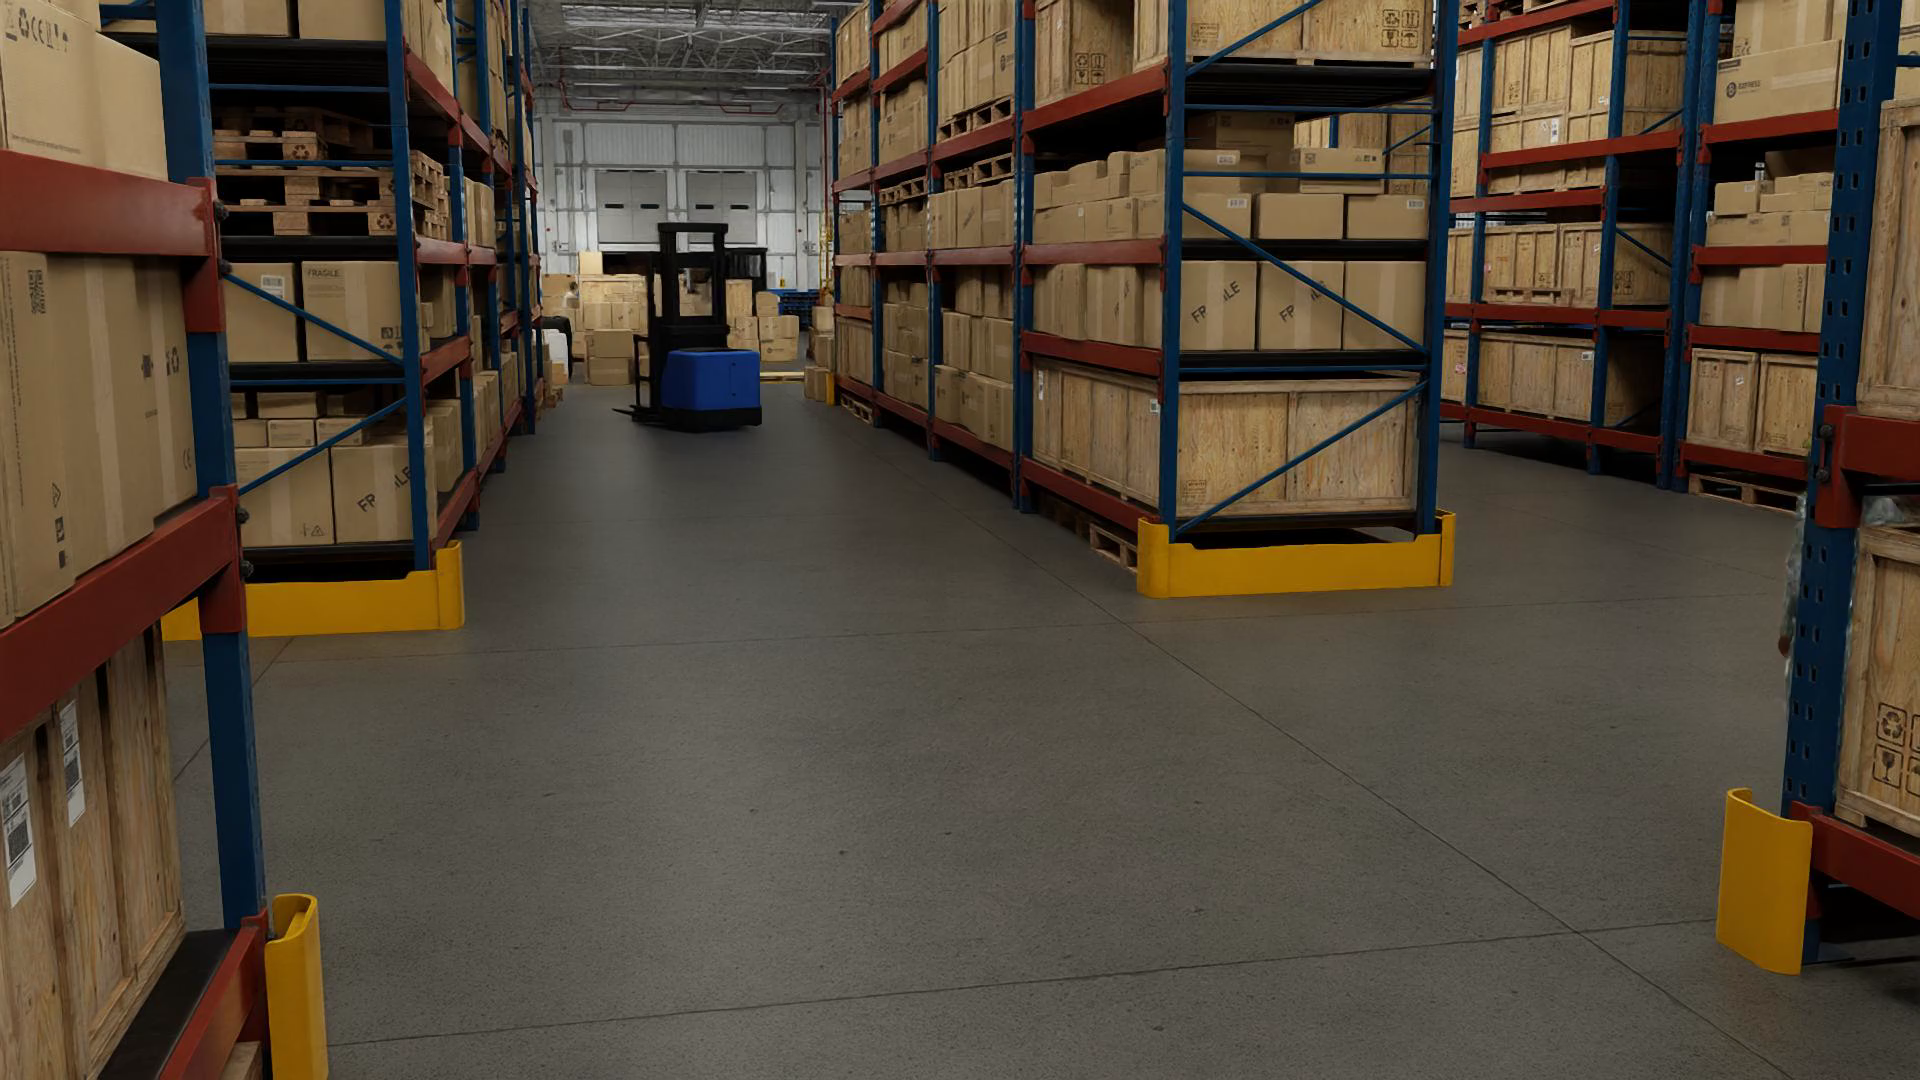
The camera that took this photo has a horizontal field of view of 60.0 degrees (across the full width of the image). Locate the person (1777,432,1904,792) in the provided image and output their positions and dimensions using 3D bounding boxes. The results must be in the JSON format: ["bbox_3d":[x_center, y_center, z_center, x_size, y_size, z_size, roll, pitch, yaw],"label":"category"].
[{"bbox_3d":[3.355,0.346,6.261,0.647,1.722,0.489,-2,10,-12],"label":"person"}]

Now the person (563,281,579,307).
[{"bbox_3d":[-9.863,-5.549,41.737,0.971,1.881,0.666,-1,9,-3],"label":"person"}]

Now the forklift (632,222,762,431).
[{"bbox_3d":[-3.648,-2.977,22.968,1.129,2.768,1.873,-7,12,-36],"label":"forklift"}]

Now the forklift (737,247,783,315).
[{"bbox_3d":[-6.372,-7.628,51.320,1.129,2.768,1.873,-7,12,-38],"label":"forklift"}]
